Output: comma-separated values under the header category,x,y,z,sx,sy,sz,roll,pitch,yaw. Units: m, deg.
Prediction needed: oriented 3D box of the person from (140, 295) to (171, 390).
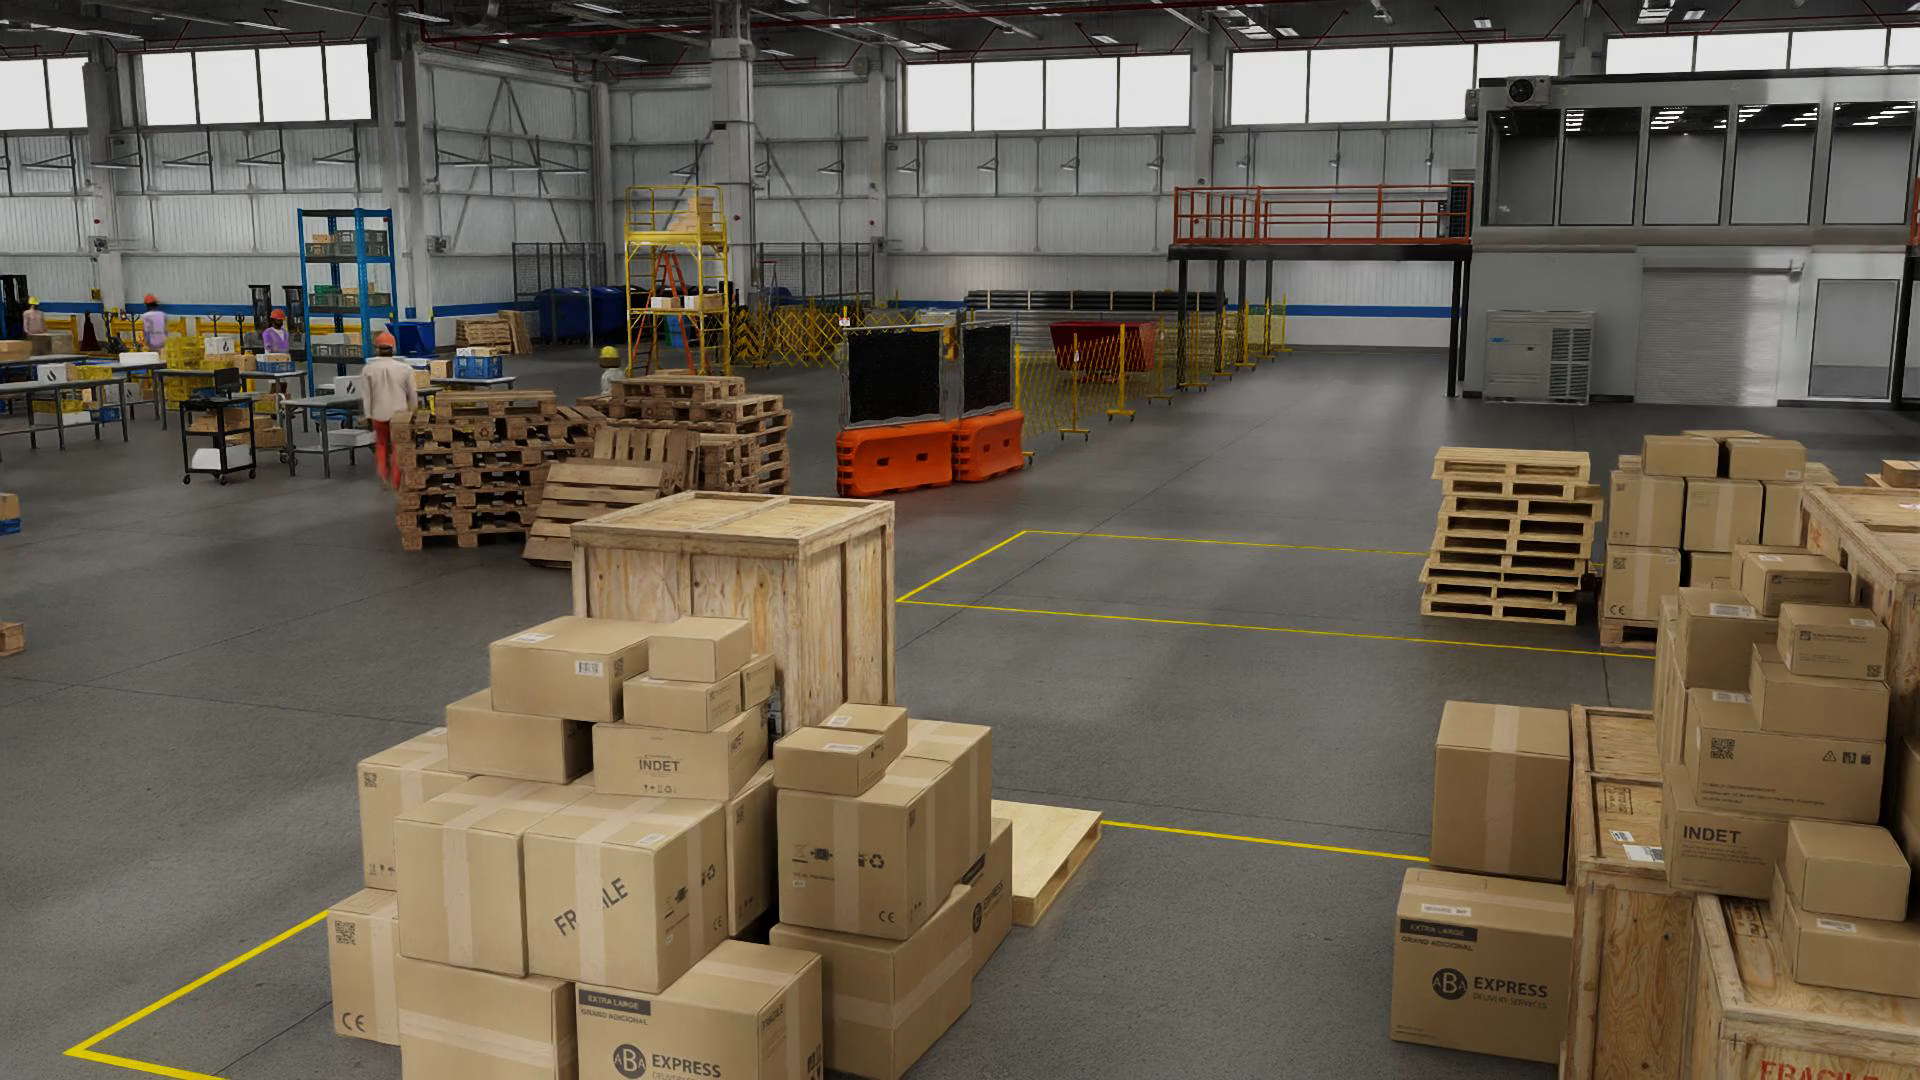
category,x,y,z,sx,sy,sz,roll,pitch,yaw
person,-16.740,-4.071,34.477,1.037,1.993,0.633,5,11,28

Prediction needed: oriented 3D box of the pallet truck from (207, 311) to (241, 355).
category,x,y,z,sx,sy,sz,roll,pitch,yaw
pallet truck,-19.537,-5.575,44.913,0.653,1.274,1.630,3,11,19

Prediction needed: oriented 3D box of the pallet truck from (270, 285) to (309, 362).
category,x,y,z,sx,sy,sz,roll,pitch,yaw
pallet truck,-17.147,-5.700,43.663,0.823,1.965,1.885,3,11,17

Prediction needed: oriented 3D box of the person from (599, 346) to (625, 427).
category,x,y,z,sx,sy,sz,roll,pitch,yaw
person,-4.476,-1.617,21.391,0.319,1.740,0.492,3,11,17

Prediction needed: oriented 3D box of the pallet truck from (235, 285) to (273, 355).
category,x,y,z,sx,sy,sz,roll,pitch,yaw
pallet truck,-18.327,-5.835,44.421,0.823,1.965,1.885,4,11,23

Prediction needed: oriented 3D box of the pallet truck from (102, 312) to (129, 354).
category,x,y,z,sx,sy,sz,roll,pitch,yaw
pallet truck,-23.057,-5.777,46.261,0.680,1.201,1.601,3,11,19

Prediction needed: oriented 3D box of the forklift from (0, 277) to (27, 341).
category,x,y,z,sx,sy,sz,roll,pitch,yaw
forklift,-27.151,-6.329,46.328,1.157,1.987,2.680,3,11,17

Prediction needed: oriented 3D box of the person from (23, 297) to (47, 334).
category,x,y,z,sx,sy,sz,roll,pitch,yaw
person,-22.731,-5.093,40.930,0.333,1.757,0.536,6,12,30

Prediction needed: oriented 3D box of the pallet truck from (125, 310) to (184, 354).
category,x,y,z,sx,sy,sz,roll,pitch,yaw
pallet truck,-22.038,-5.665,45.457,0.704,1.261,1.522,3,11,17

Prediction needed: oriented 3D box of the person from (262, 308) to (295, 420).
category,x,y,z,sx,sy,sz,roll,pitch,yaw
person,-11.852,-3.064,28.990,0.373,1.933,0.550,4,11,21

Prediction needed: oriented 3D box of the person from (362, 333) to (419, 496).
category,x,y,z,sx,sy,sz,roll,pitch,yaw
person,-6.958,-1.552,20.406,0.623,1.959,0.888,-2,10,-10
